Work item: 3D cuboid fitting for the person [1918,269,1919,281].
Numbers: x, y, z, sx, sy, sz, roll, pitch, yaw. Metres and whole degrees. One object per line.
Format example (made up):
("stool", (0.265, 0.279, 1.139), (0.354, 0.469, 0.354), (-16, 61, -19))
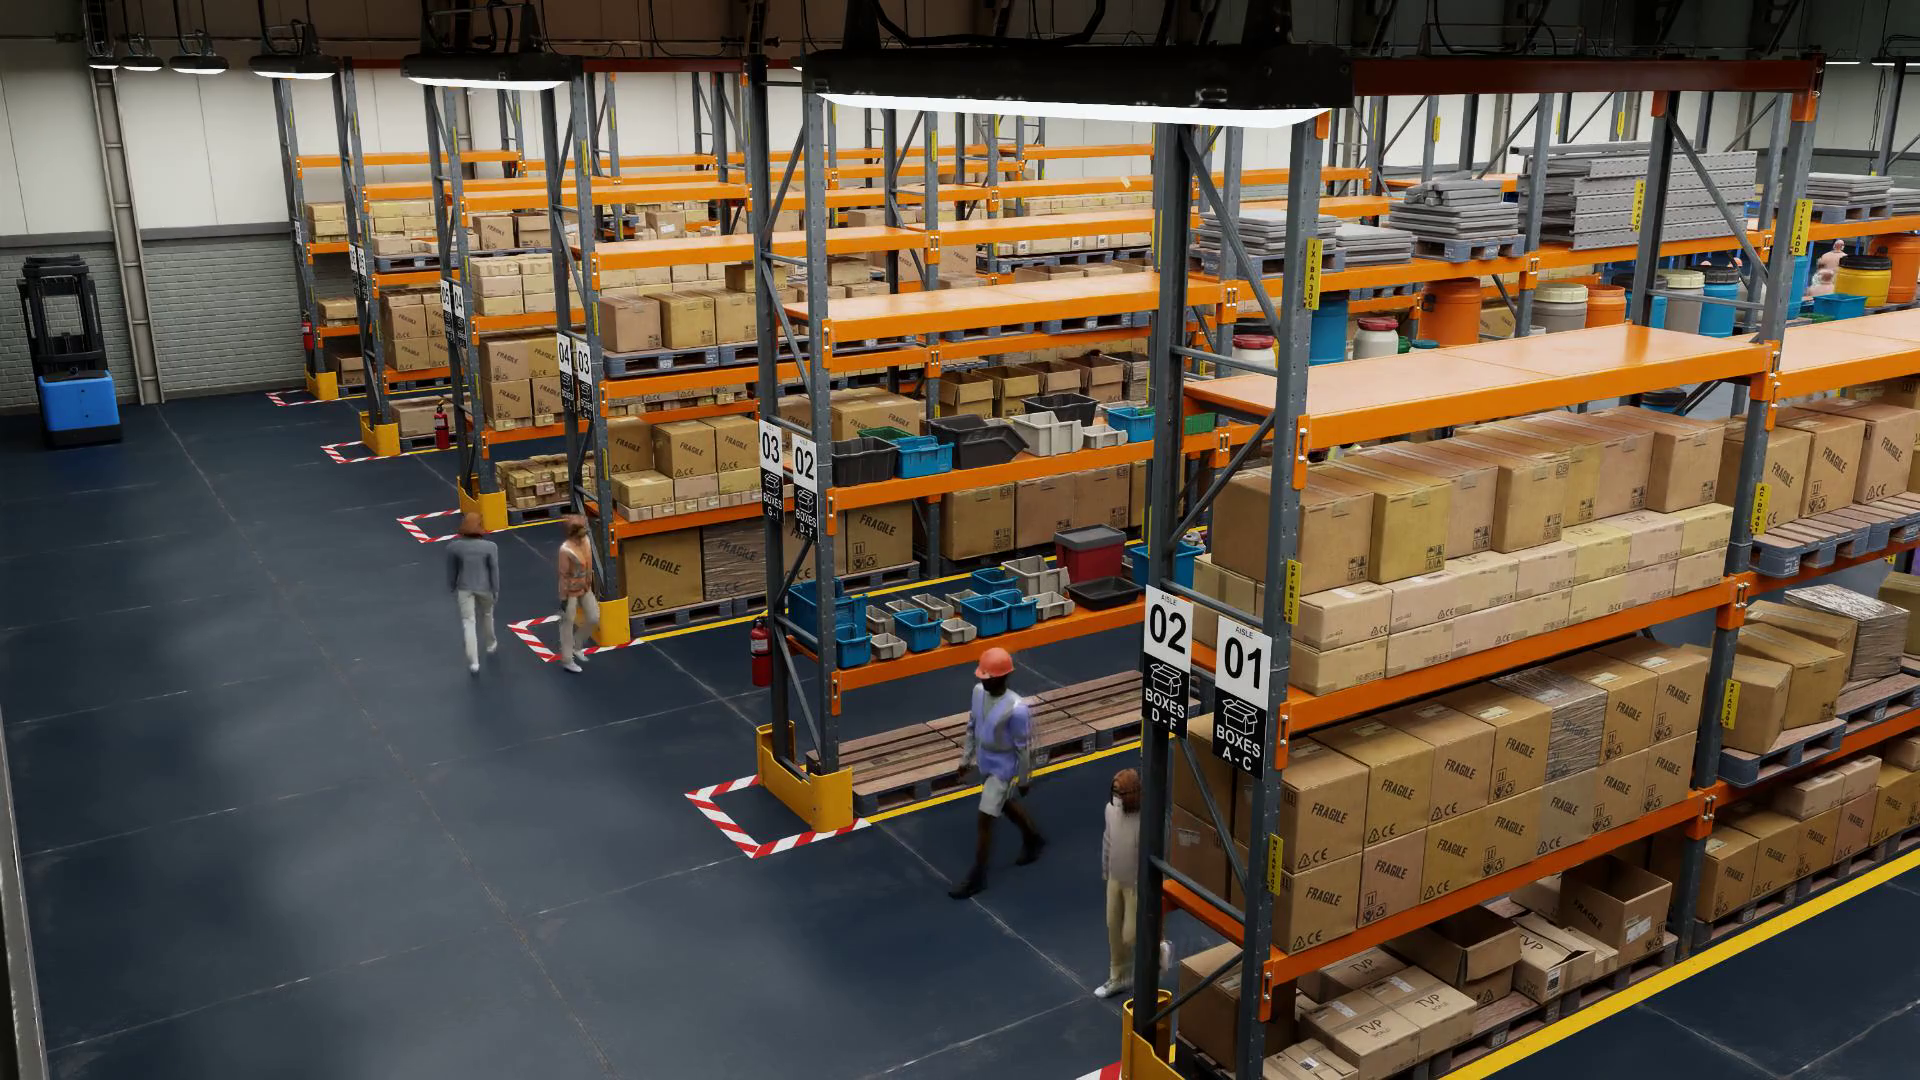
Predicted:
("person", (22.360, -5.903, 36.989), (0.525, 1.639, 0.307), (-6, 18, -19))

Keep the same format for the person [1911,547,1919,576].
("person", (9.690, 0.487, 15.777), (0.960, 1.801, 0.583), (-8, 19, -24))

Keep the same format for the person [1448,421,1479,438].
("person", (7.075, -1.528, 22.249), (0.329, 1.877, 0.508), (-9, 19, -28))

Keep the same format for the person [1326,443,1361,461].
("person", (4.577, -0.512, 18.969), (0.429, 1.846, 0.627), (-9, 19, -28))

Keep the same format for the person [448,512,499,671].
("person", (-4.936, 0.502, 16.069), (0.511, 1.590, 0.848), (-3, 17, -11))

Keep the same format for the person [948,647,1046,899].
("person", (0.314, 1.660, 11.773), (0.980, 1.898, 0.546), (-11, 20, -32))

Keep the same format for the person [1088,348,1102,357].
("person", (1.989, -2.175, 24.716), (0.793, 1.668, 0.520), (-11, 20, -31))

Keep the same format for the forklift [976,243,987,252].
("forklift", (0.988, -5.474, 34.718), (1.214, 2.155, 2.313), (-10, 20, -31))

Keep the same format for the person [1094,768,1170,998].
("person", (1.139, 2.236, 10.330), (0.459, 1.617, 0.519), (-12, 21, -34))

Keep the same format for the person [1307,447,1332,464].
("person", (3.980, -0.233, 17.796), (0.376, 1.996, 0.612), (-8, 19, -24))

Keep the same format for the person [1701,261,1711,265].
("person", (15.558, -4.891, 33.165), (0.546, 1.939, 0.375), (2, 17, 8))

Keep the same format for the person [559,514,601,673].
("person", (-3.865, 0.531, 15.909), (0.392, 1.617, 0.619), (6, 18, 18))

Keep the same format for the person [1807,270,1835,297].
("person", (17.549, -4.528, 32.077), (0.658, 1.882, 0.648), (-14, 22, -38))

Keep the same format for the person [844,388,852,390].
("person", (-1.479, -1.202, 21.400), (0.320, 1.741, 0.493), (-12, 21, -35))

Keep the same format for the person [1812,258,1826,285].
("person", (19.763, -5.674, 36.307), (0.852, 1.601, 0.519), (3, 17, 9))

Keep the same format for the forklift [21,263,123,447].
("forklift", (-14.518, -3.079, 25.708), (1.129, 2.768, 1.873), (-10, 20, -31))

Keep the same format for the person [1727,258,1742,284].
("person", (16.446, -5.046, 33.678), (0.373, 1.934, 0.551), (-5, 18, -15))

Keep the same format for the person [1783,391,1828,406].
("person", (13.325, -2.406, 24.931), (0.629, 1.998, 1.037), (0, 17, 1))

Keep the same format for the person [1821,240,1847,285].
("person", (20.575, -6.096, 37.173), (0.654, 1.906, 0.406), (15, 22, 40))
